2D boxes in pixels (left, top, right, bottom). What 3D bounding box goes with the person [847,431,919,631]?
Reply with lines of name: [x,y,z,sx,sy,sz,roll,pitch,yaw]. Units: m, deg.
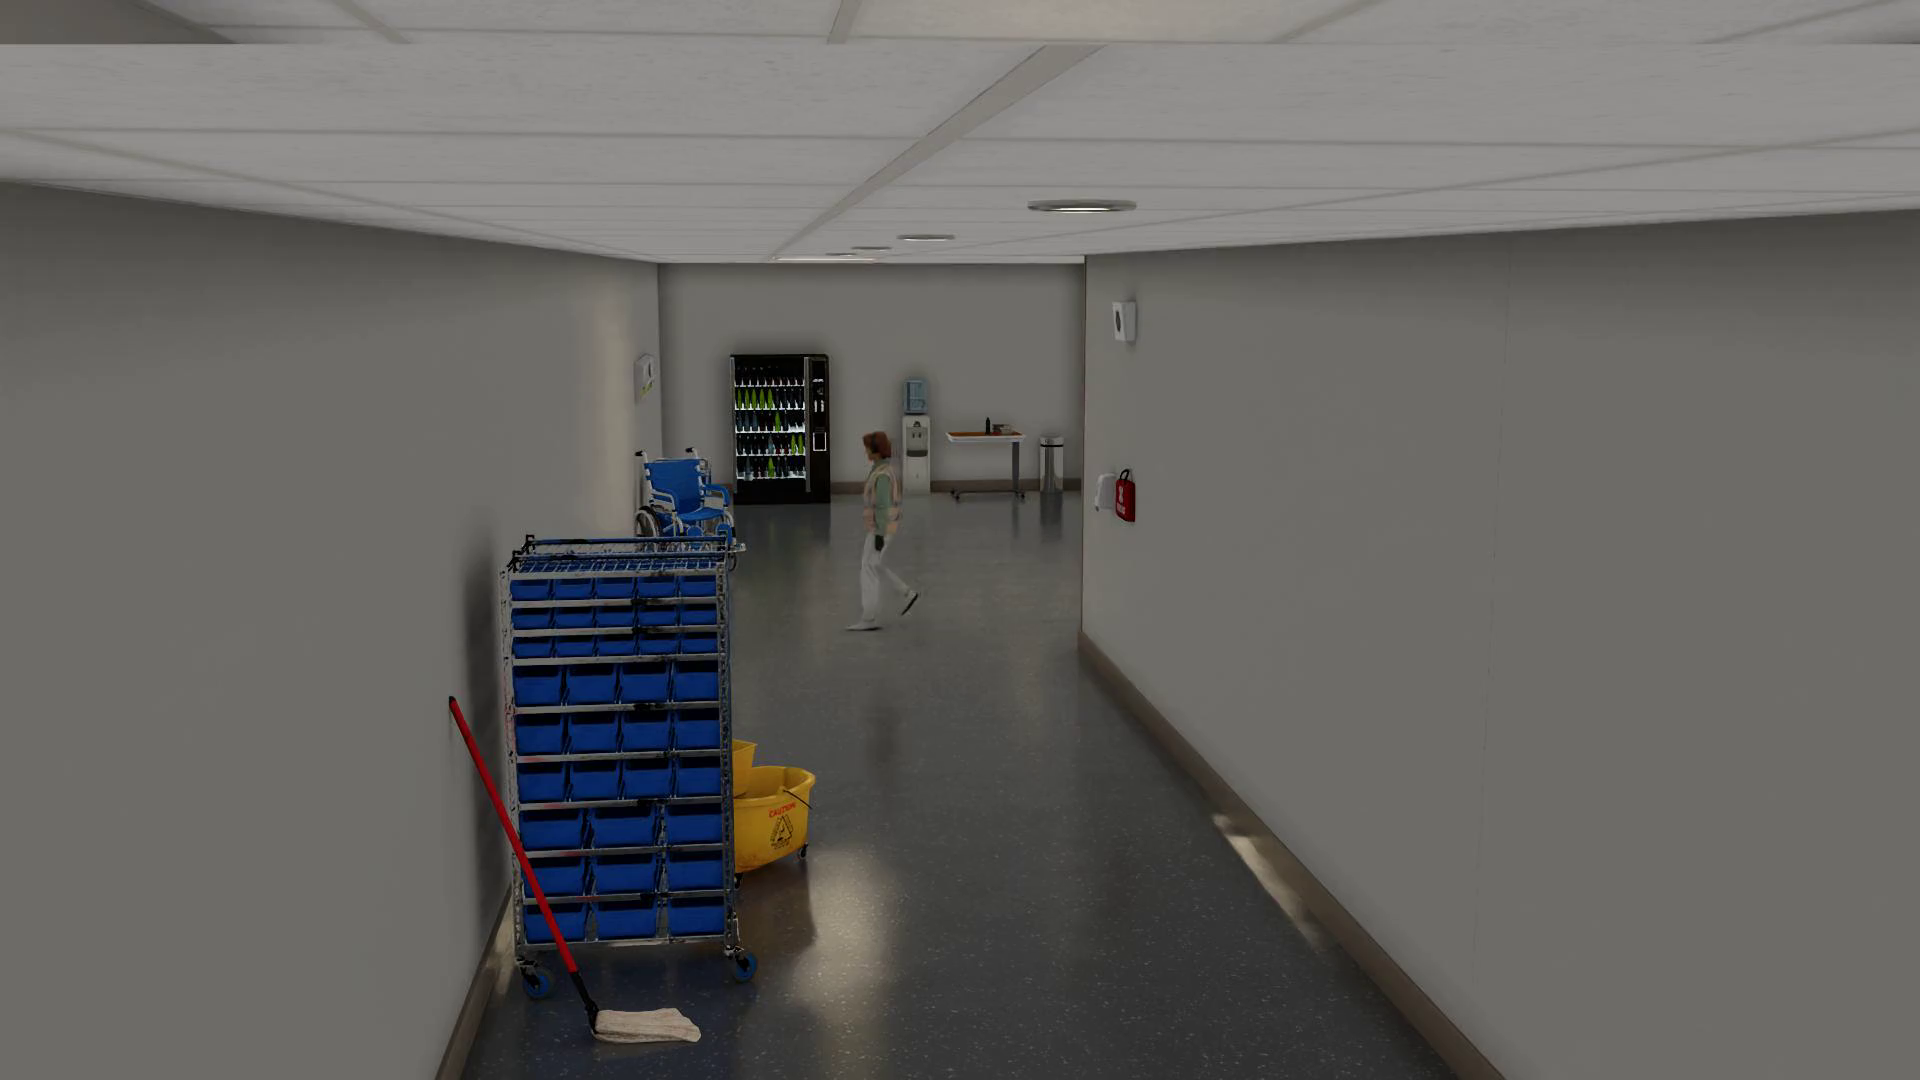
person: [-0.635,-0.078,13.502,0.490,1.629,0.521,-1,9,-5]
